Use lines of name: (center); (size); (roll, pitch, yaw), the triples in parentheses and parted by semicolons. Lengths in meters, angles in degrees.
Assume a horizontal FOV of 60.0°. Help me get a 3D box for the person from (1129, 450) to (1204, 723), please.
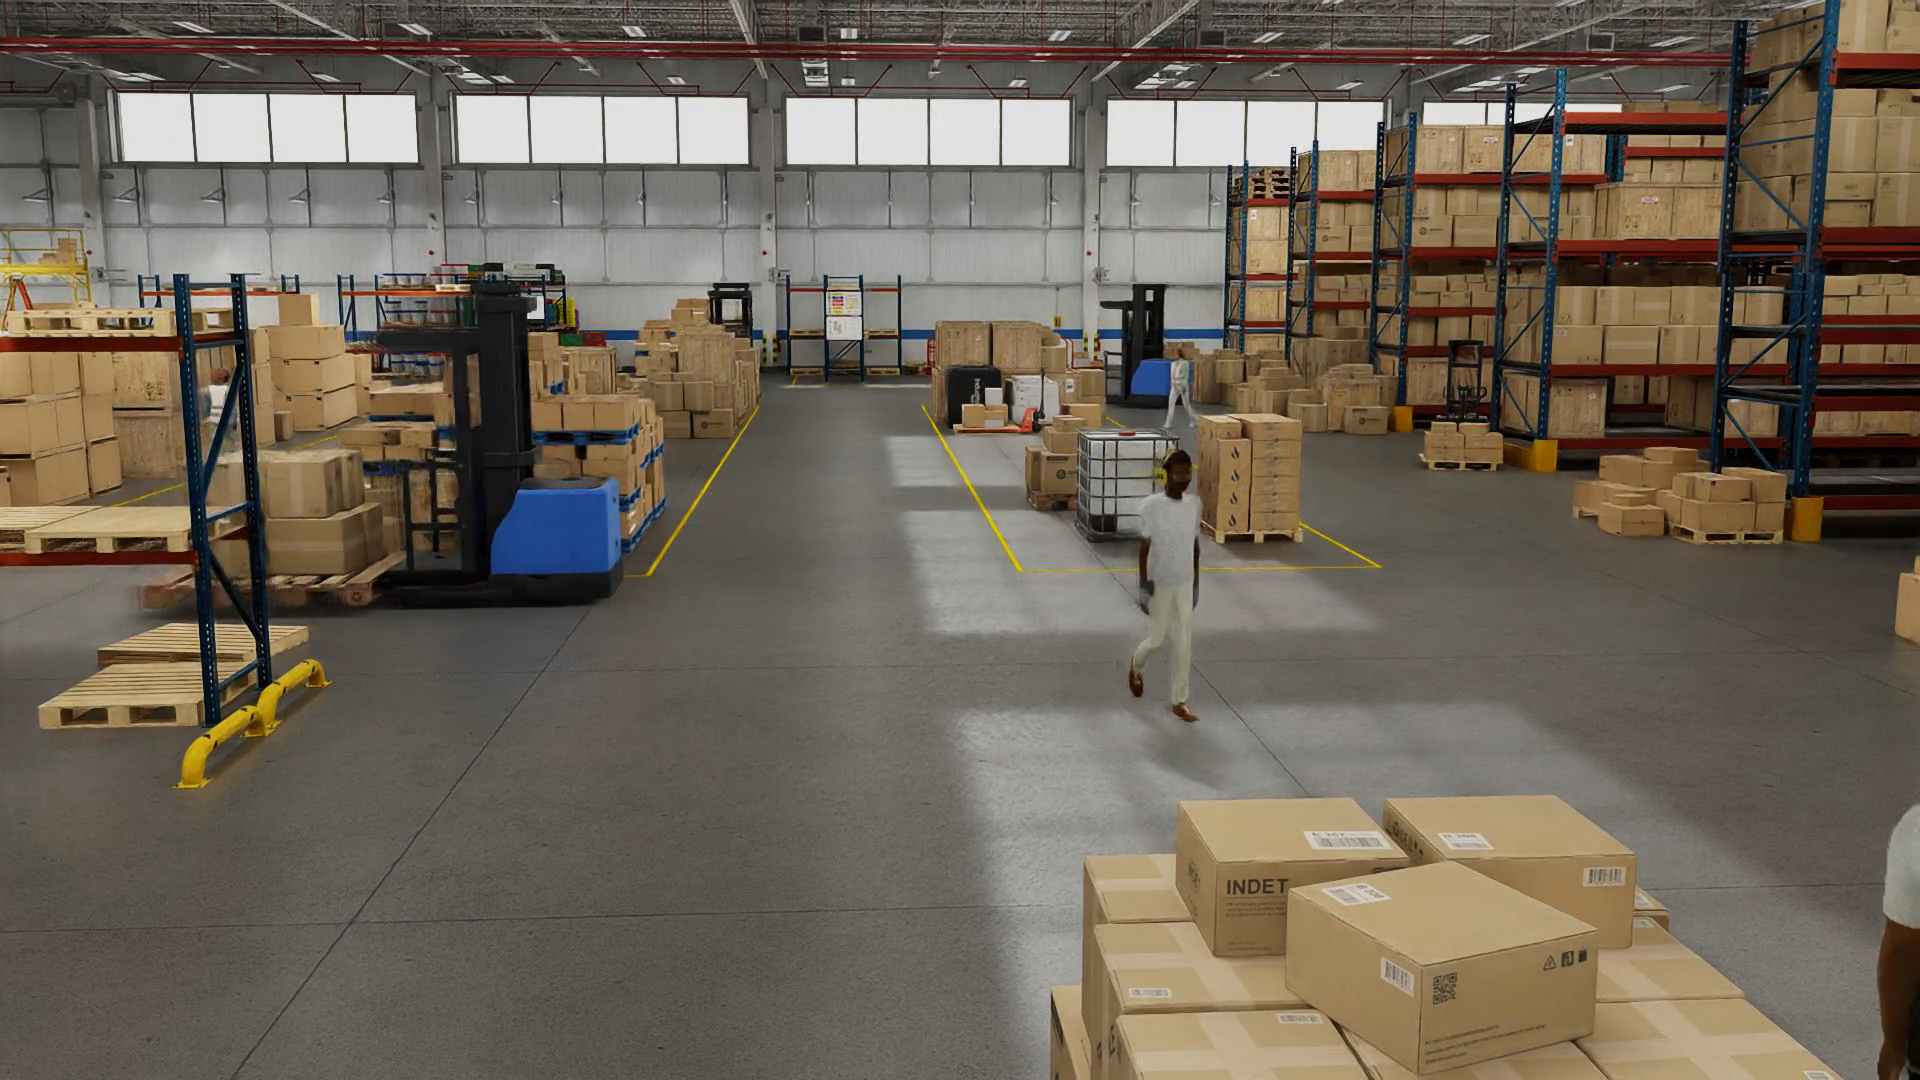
person: (1.422, 0.288, 11.439); (0.524, 1.856, 0.702); (-3, 10, -20)

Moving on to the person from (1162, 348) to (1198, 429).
person: (4.372, -2.999, 32.838); (0.788, 1.608, 0.521); (-7, 12, -38)

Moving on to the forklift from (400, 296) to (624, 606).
forklift: (-4.168, -0.862, 15.440); (1.873, 2.768, 1.129); (-1, 9, -4)

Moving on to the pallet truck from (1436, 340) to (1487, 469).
pallet truck: (8.004, -2.170, 26.422); (0.823, 1.965, 1.885); (2, 9, 14)

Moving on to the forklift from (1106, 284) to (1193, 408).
forklift: (4.338, -4.489, 38.217); (1.873, 2.768, 1.129); (8, 12, 40)

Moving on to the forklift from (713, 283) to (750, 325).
forklift: (-5.939, -5.321, 43.440); (1.129, 2.768, 1.873); (-1, 9, -4)

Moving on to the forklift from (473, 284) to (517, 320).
forklift: (-10.309, -4.309, 37.087); (1.129, 2.768, 1.873); (-2, 9, -14)

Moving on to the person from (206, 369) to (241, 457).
person: (-11.170, -1.796, 25.297); (0.531, 1.601, 0.816); (0, 9, 3)

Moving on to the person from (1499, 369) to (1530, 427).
person: (10.202, -2.728, 30.557); (0.955, 1.791, 0.672); (0, 9, -1)
